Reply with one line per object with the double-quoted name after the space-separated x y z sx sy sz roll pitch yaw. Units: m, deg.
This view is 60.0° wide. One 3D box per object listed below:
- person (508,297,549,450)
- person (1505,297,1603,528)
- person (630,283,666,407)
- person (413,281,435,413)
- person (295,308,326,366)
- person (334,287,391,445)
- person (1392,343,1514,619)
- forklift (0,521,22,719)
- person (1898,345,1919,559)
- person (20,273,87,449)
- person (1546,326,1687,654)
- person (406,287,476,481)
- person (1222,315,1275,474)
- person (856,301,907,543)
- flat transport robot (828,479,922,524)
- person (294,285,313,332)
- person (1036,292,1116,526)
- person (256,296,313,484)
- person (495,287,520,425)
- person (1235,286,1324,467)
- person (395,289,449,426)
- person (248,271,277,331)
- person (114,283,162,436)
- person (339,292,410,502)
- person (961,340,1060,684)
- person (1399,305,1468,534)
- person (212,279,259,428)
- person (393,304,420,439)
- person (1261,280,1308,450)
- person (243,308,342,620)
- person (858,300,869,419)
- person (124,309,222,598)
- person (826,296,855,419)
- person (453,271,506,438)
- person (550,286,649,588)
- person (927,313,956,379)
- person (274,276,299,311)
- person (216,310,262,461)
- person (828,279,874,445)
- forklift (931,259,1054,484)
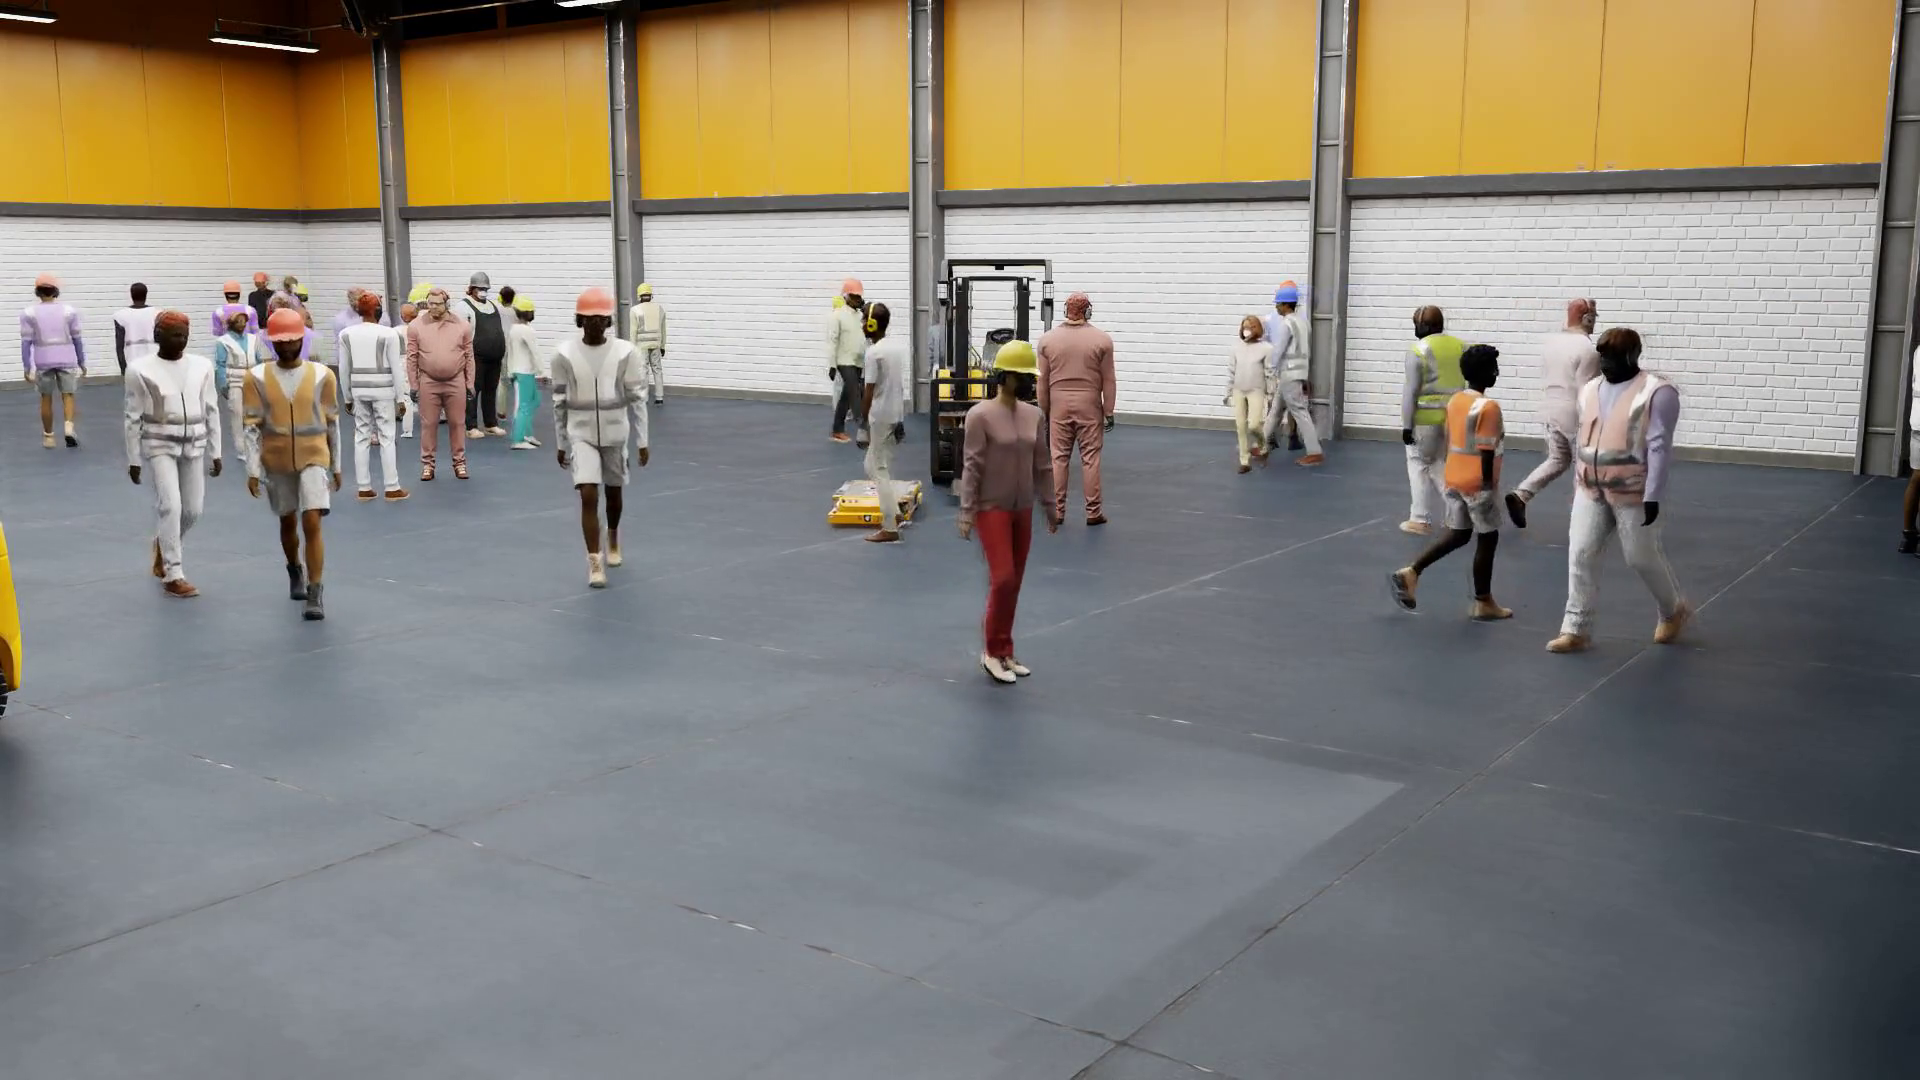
-4.935 -1.906 19.093 0.534 1.751 0.532 -6 11 -34 "person"
4.786 -0.976 13.157 0.779 1.883 0.650 -2 10 -12 "person"
-4.645 -2.887 24.686 0.596 1.828 0.403 -8 12 -38 "person"
-7.401 -2.607 22.845 0.813 1.891 0.613 8 13 41 "person"
-7.587 -1.865 19.220 0.509 1.615 0.536 0 10 -1 "person"
-6.844 -1.980 19.225 0.663 1.849 1.002 -4 10 -23 "person"
3.003 -0.339 9.973 0.661 1.678 0.540 -2 10 -9 "person"
-5.296 -0.090 6.943 1.214 2.155 2.313 7 12 35 "forklift"
7.121 -0.828 12.095 0.363 1.939 0.542 1 10 8 "person"
-10.343 -2.025 18.997 0.668 2.021 0.619 -6 11 -31 "person"
3.695 -0.278 9.219 0.863 1.812 0.628 -6 11 -34 "person"
-5.106 -1.531 16.403 0.646 1.900 0.401 -3 10 -19 "person"
2.932 -1.472 16.887 0.505 1.622 0.378 7 12 37 "person"
-0.617 -0.888 12.726 0.424 1.852 0.529 4 10 21 "person"
-0.705 -0.337 14.129 0.652 0.197 1.431 1 10 3 "flat transport robot"
-11.114 -3.459 28.322 0.624 1.749 0.537 -1 10 -5 "person"
0.958 -1.068 13.624 0.654 1.906 0.407 2 10 13 "person"
-6.495 -1.423 16.015 0.755 1.817 0.595 9 13 42 "person"
-5.994 -2.441 22.070 0.507 1.809 1.007 -4 10 -23 "person"
3.432 -1.727 17.606 1.030 1.890 0.631 5 11 26 "person"
-7.049 -2.366 21.718 0.866 1.791 0.603 3 10 18 "person"
-12.518 -3.859 30.019 0.629 1.978 0.525 2 10 10 "person"
-9.971 -2.193 20.370 0.593 1.887 0.795 -4 10 -20 "person"
-5.268 -1.280 14.952 0.585 1.882 0.337 1 10 8 "person"
0.300 -0.142 8.530 0.555 1.750 0.489 -8 13 -41 "person"
3.739 -0.944 13.141 0.659 1.817 0.464 -5 11 -27 "person"
-9.369 -2.411 21.570 0.580 1.921 0.454 -4 10 -23 "person"
-6.675 -2.055 20.292 0.514 1.642 0.310 -6 11 -31 "person"
3.721 -1.998 19.068 0.547 1.938 0.379 5 11 28 "person"
-4.123 -0.497 10.310 0.551 1.885 1.009 -3 10 -19 "person"
-1.374 -2.499 22.908 0.538 1.650 0.896 -7 12 -35 "person"
-5.170 -0.582 10.881 0.748 1.861 0.585 8 12 39 "person"
-1.548 -2.420 22.284 0.385 1.697 0.639 8 12 39 "person"
-5.836 -2.274 20.407 0.537 2.000 0.688 5 11 28 "person"
-2.460 -0.731 11.360 0.624 2.008 1.011 -2 10 -13 "person"
-0.174 -2.268 21.663 0.517 1.611 0.729 2 10 14 "person"
-11.170 -3.434 27.712 0.549 1.908 0.690 2 10 9 "person"
-7.746 -1.663 17.969 0.372 1.626 0.538 7 12 34 "person"
-1.200 -2.082 19.534 1.008 1.937 0.629 8 12 38 "person"
0.370 -1.738 16.759 1.214 2.155 2.313 1 10 3 "forklift"
